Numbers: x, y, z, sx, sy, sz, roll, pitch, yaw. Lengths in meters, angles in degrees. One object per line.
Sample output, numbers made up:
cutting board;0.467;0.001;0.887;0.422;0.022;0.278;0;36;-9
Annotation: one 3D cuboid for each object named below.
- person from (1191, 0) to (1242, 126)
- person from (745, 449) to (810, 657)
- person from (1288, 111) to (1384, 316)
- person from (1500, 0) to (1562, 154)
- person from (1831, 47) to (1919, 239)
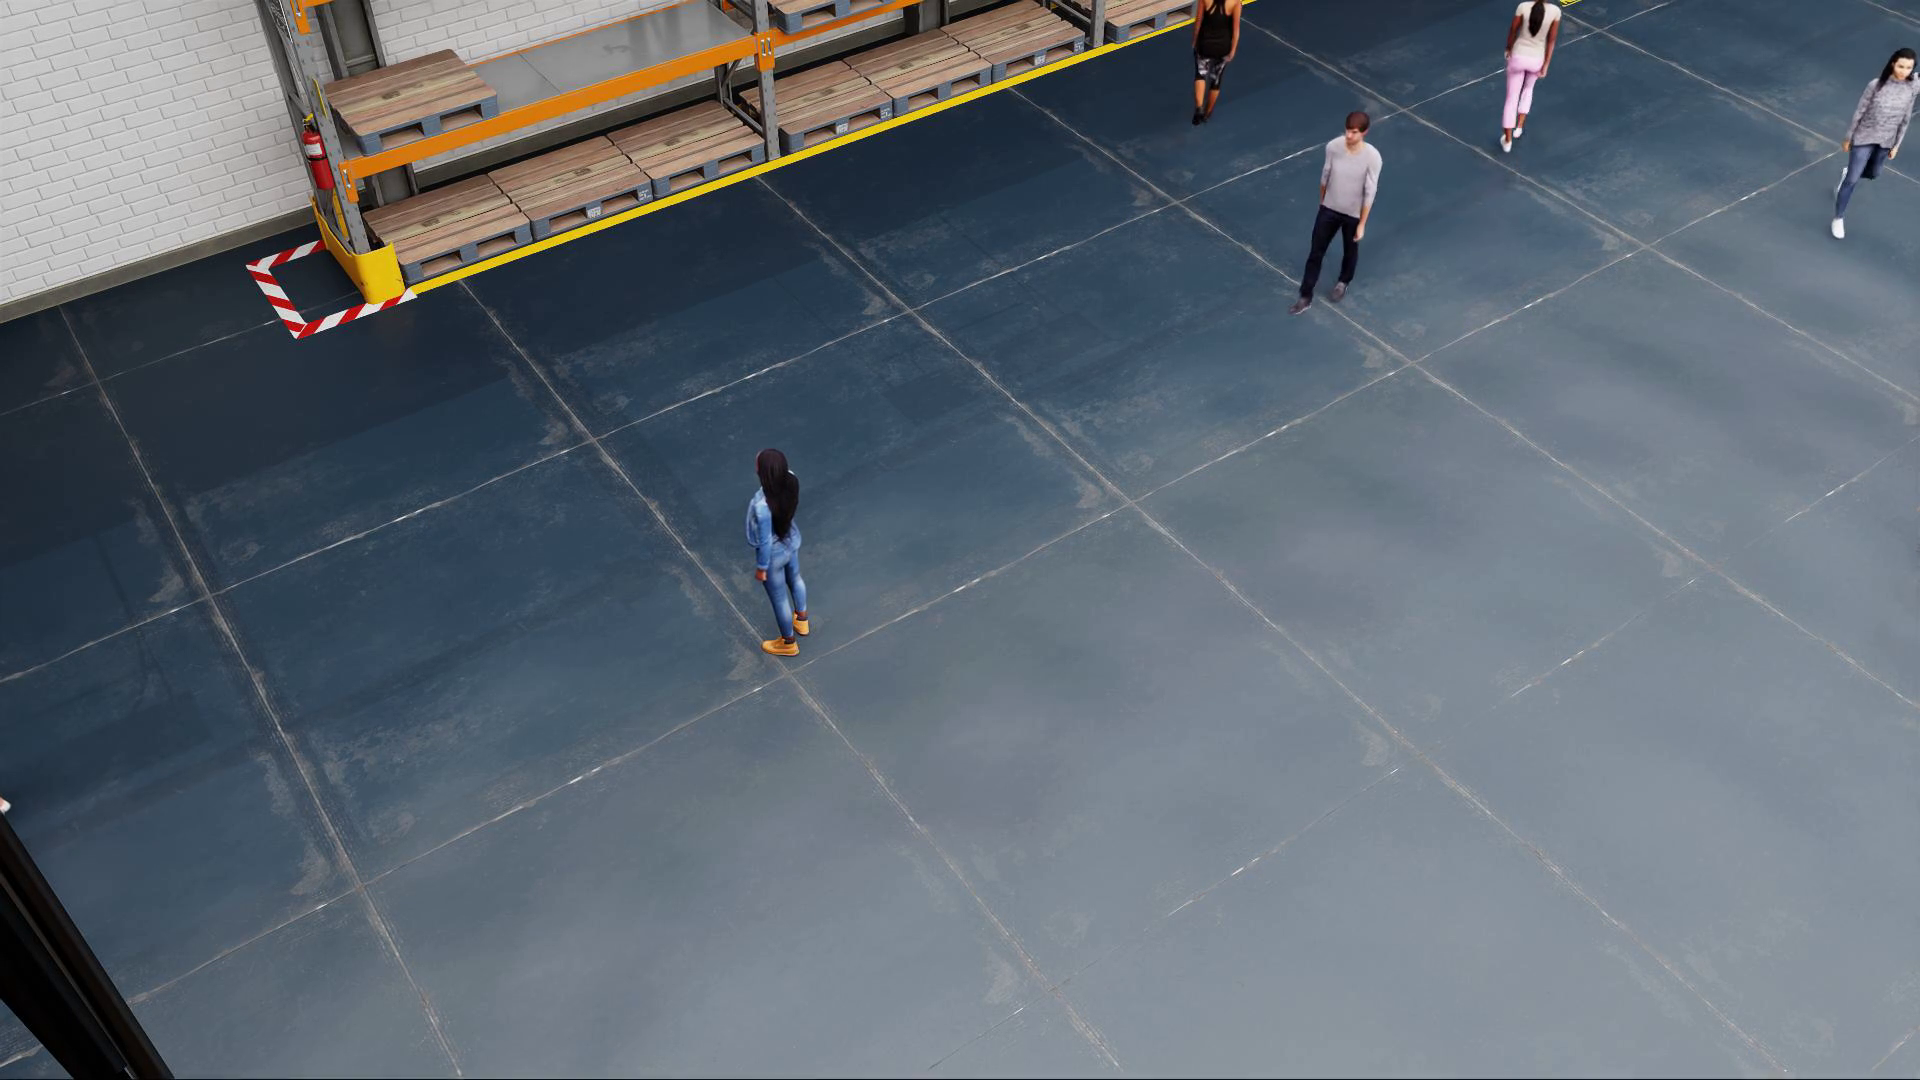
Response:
person;2.429;-4.736;16.013;0.869;1.654;0.944;10;45;10
person;-1.183;0.071;10.925;0.741;1.713;0.633;16;46;16
person;3.240;-2.769;13.833;0.887;1.813;1.084;24;49;23
person;5.327;-4.454;15.666;0.763;1.726;0.824;7;44;8
person;8.099;-3.597;14.775;1.025;1.714;1.082;7;44;7
